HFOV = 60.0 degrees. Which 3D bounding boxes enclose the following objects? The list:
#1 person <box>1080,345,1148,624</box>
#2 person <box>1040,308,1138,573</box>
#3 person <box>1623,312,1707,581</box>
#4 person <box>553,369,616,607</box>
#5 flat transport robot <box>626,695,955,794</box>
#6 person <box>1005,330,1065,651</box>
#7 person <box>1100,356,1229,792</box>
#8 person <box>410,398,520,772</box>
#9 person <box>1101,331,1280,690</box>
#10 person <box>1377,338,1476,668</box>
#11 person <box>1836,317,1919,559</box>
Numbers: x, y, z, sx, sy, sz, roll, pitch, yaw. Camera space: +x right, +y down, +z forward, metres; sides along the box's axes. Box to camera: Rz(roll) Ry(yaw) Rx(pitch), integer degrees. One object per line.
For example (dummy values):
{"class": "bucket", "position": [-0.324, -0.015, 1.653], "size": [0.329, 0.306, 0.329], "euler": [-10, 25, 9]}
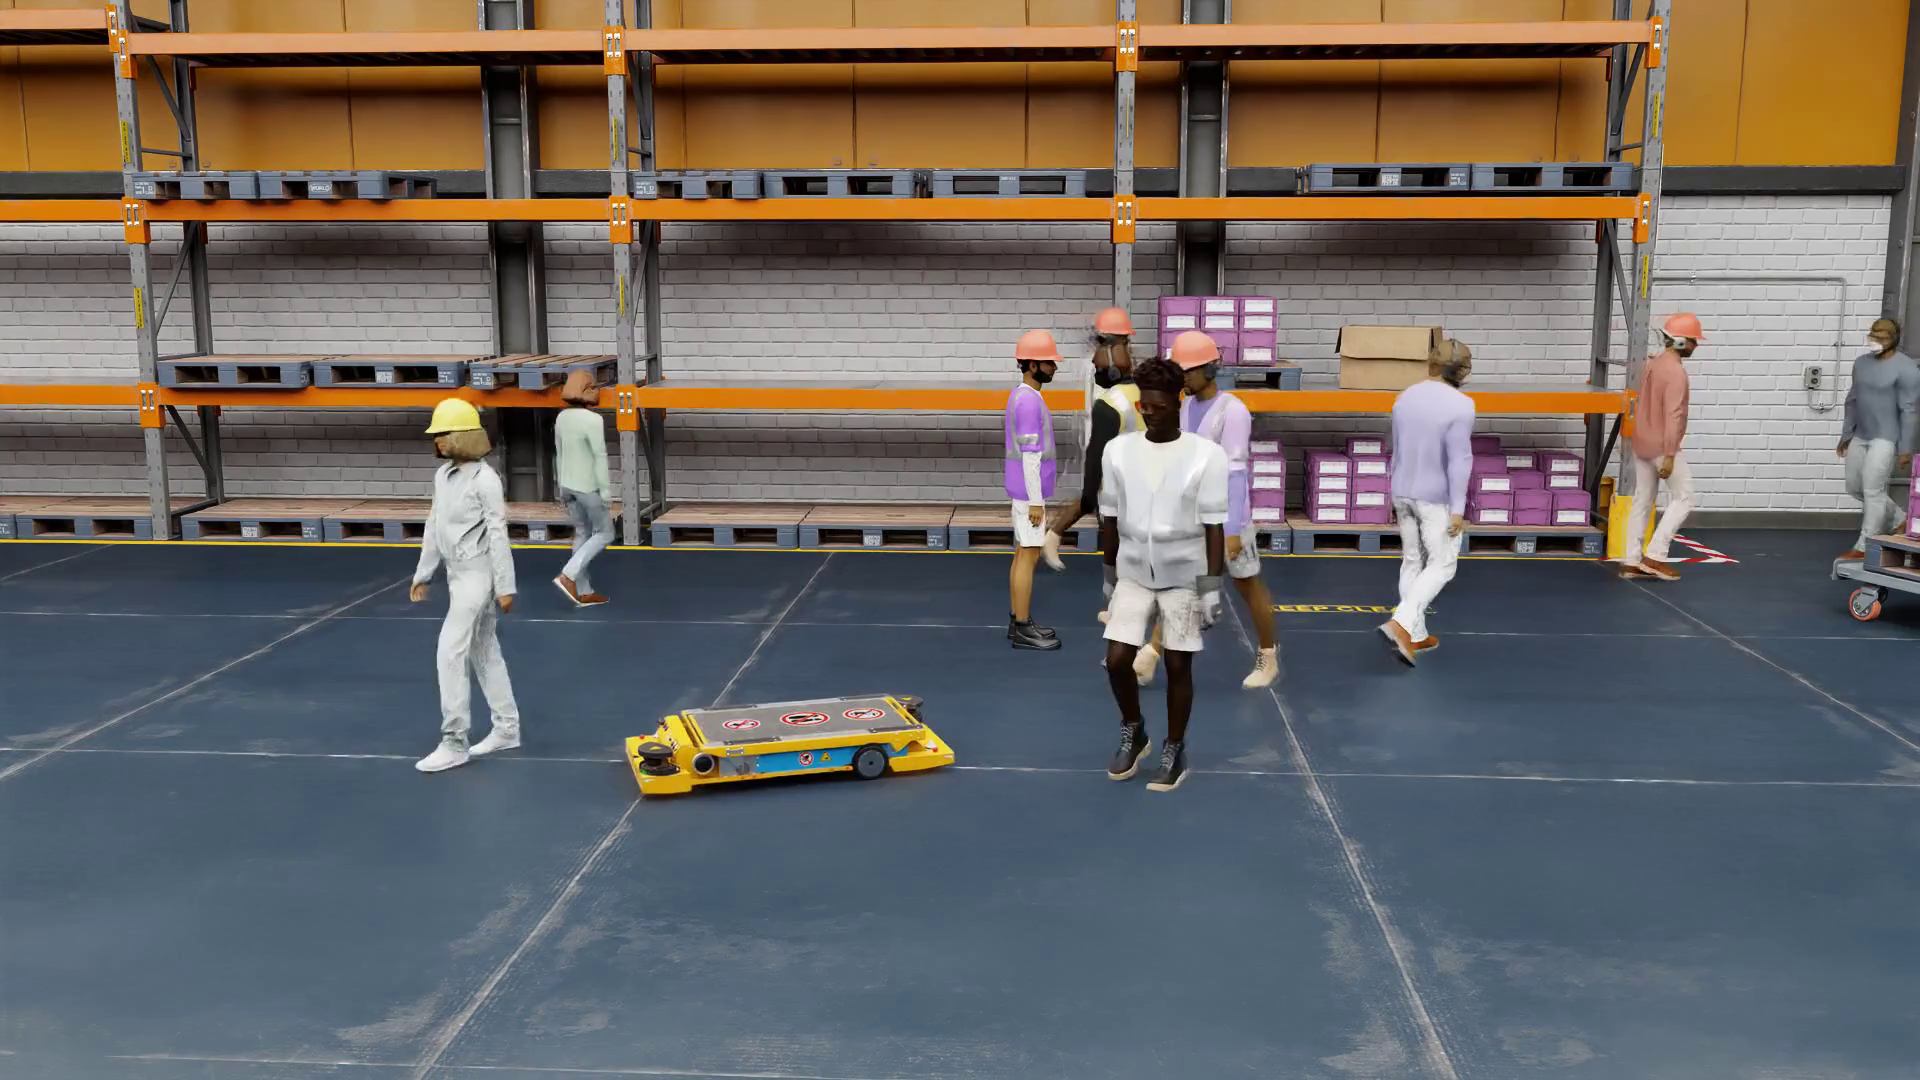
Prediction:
{"class": "person", "position": [1.033, -0.339, 10.674], "size": [0.434, 1.820, 0.640], "euler": [7, 12, 35]}
{"class": "person", "position": [1.018, -0.716, 12.333], "size": [0.957, 2.011, 0.618], "euler": [0, 10, -1]}
{"class": "person", "position": [5.145, -0.670, 12.158], "size": [0.489, 1.969, 0.641], "euler": [0, 10, -3]}
{"class": "person", "position": [-2.560, -0.334, 11.197], "size": [0.522, 1.618, 0.419], "euler": [9, 13, 43]}
{"class": "flat transport robot", "position": [-0.801, 0.932, 7.754], "size": [1.431, 0.197, 0.652], "euler": [-3, 10, -17]}
{"class": "person", "position": [0.453, -0.303, 10.113], "size": [0.356, 1.936, 0.551], "euler": [0, 10, -3]}
{"class": "person", "position": [0.888, 0.162, 7.378], "size": [0.609, 1.950, 0.430], "euler": [4, 11, 23]}
{"class": "person", "position": [-2.384, 0.206, 7.774], "size": [0.712, 1.721, 0.492], "euler": [-8, 12, -38]}
{"class": "person", "position": [1.323, -0.136, 9.031], "size": [1.084, 1.968, 0.696], "euler": [-5, 11, -26]}
{"class": "person", "position": [2.679, -0.221, 9.721], "size": [0.684, 1.911, 0.660], "euler": [-6, 12, -33]}
{"class": "person", "position": [7.191, -0.763, 12.869], "size": [0.688, 1.921, 0.643], "euler": [-1, 10, -8]}
